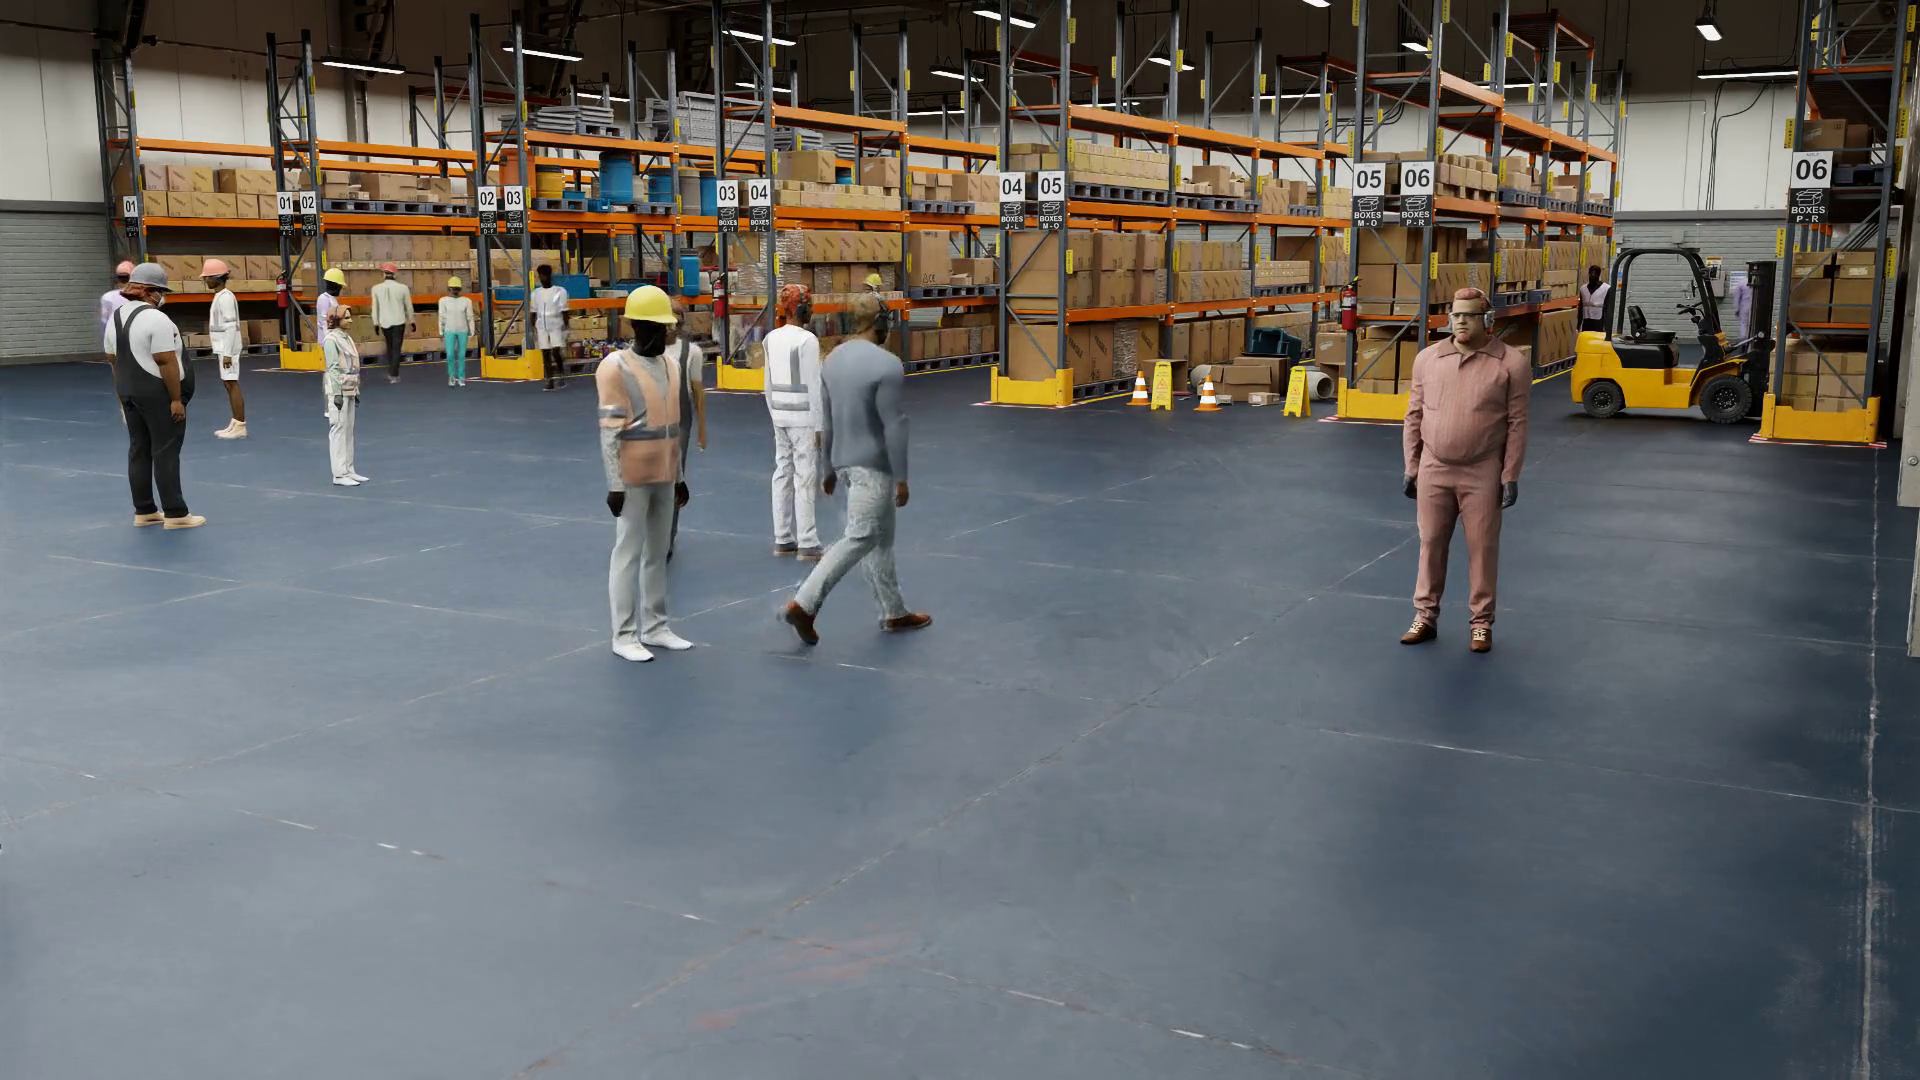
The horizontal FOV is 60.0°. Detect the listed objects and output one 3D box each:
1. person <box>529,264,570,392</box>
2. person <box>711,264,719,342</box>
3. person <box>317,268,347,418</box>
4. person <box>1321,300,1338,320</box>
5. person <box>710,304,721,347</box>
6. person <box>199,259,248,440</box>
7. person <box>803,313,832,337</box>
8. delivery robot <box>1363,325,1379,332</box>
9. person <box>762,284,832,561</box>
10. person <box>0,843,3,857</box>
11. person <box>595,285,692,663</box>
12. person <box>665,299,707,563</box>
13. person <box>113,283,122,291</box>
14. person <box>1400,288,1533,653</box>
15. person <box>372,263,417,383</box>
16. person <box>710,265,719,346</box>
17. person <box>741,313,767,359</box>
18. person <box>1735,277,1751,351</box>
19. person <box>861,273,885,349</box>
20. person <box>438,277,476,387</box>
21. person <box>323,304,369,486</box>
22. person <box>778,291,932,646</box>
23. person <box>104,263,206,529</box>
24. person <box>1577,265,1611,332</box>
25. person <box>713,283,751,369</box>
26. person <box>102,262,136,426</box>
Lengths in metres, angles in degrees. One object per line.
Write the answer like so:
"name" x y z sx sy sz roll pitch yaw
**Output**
"person" -6.290 -3.238 25.450 0.647 1.952 0.419 2 10 13
"person" -5.589 -5.503 38.812 0.543 1.921 0.731 2 10 14
"person" -8.033 -2.519 21.358 0.396 1.914 0.591 -2 10 -11
"person" 8.897 -5.623 39.623 0.994 1.896 0.548 2 10 9
"person" -5.212 -4.864 35.955 0.500 1.620 0.394 6 11 31
"person" -8.344 -2.153 18.844 0.393 2.040 0.611 -5 11 -26
"person" -2.579 -3.920 29.521 0.628 1.933 0.364 0 10 -1
"delivery robot" 9.373 -4.629 37.414 0.707 0.478 0.477 -2 10 -10
"person" -1.108 -0.799 11.382 0.356 1.882 0.573 -9 13 -42
"person" -3.319 0.250 5.329 0.564 1.851 0.447 10 14 44
"person" -1.604 -0.343 8.588 0.386 1.923 0.593 5 11 29
"person" -2.038 -0.751 11.397 0.547 1.773 1.004 0 10 -1
"person" -14.336 -3.589 28.470 0.529 1.614 0.440 -3 10 -17
"person" 2.645 -0.367 8.782 0.642 1.909 0.408 6 11 30
"person" -9.333 -3.592 27.512 0.615 1.949 0.958 0 10 1
"person" -5.560 -5.402 38.368 0.510 1.872 0.328 5 11 28
"person" -3.552 -3.705 28.778 0.522 1.752 0.434 4 10 22
"person" 17.181 -5.020 36.096 0.650 1.886 0.749 5 11 26
"person" -1.404 -3.231 25.837 0.709 1.809 0.603 -7 12 -37
"person" -7.947 -3.281 26.314 0.545 1.736 0.776 -4 10 -22
"person" -5.605 -1.314 15.108 0.307 1.641 0.513 -1 10 -4
"person" -0.571 -0.380 8.916 0.963 1.902 0.652 -8 12 -37
"person" -6.132 -1.107 12.722 0.676 2.000 0.536 5 11 29
"person" 10.987 -3.796 28.823 0.375 1.917 0.592 -8 12 -38
"person" -3.994 -3.744 29.434 0.519 1.583 0.869 7 12 35
"person" -10.279 -2.444 20.679 0.634 1.991 1.012 -2 10 -9
